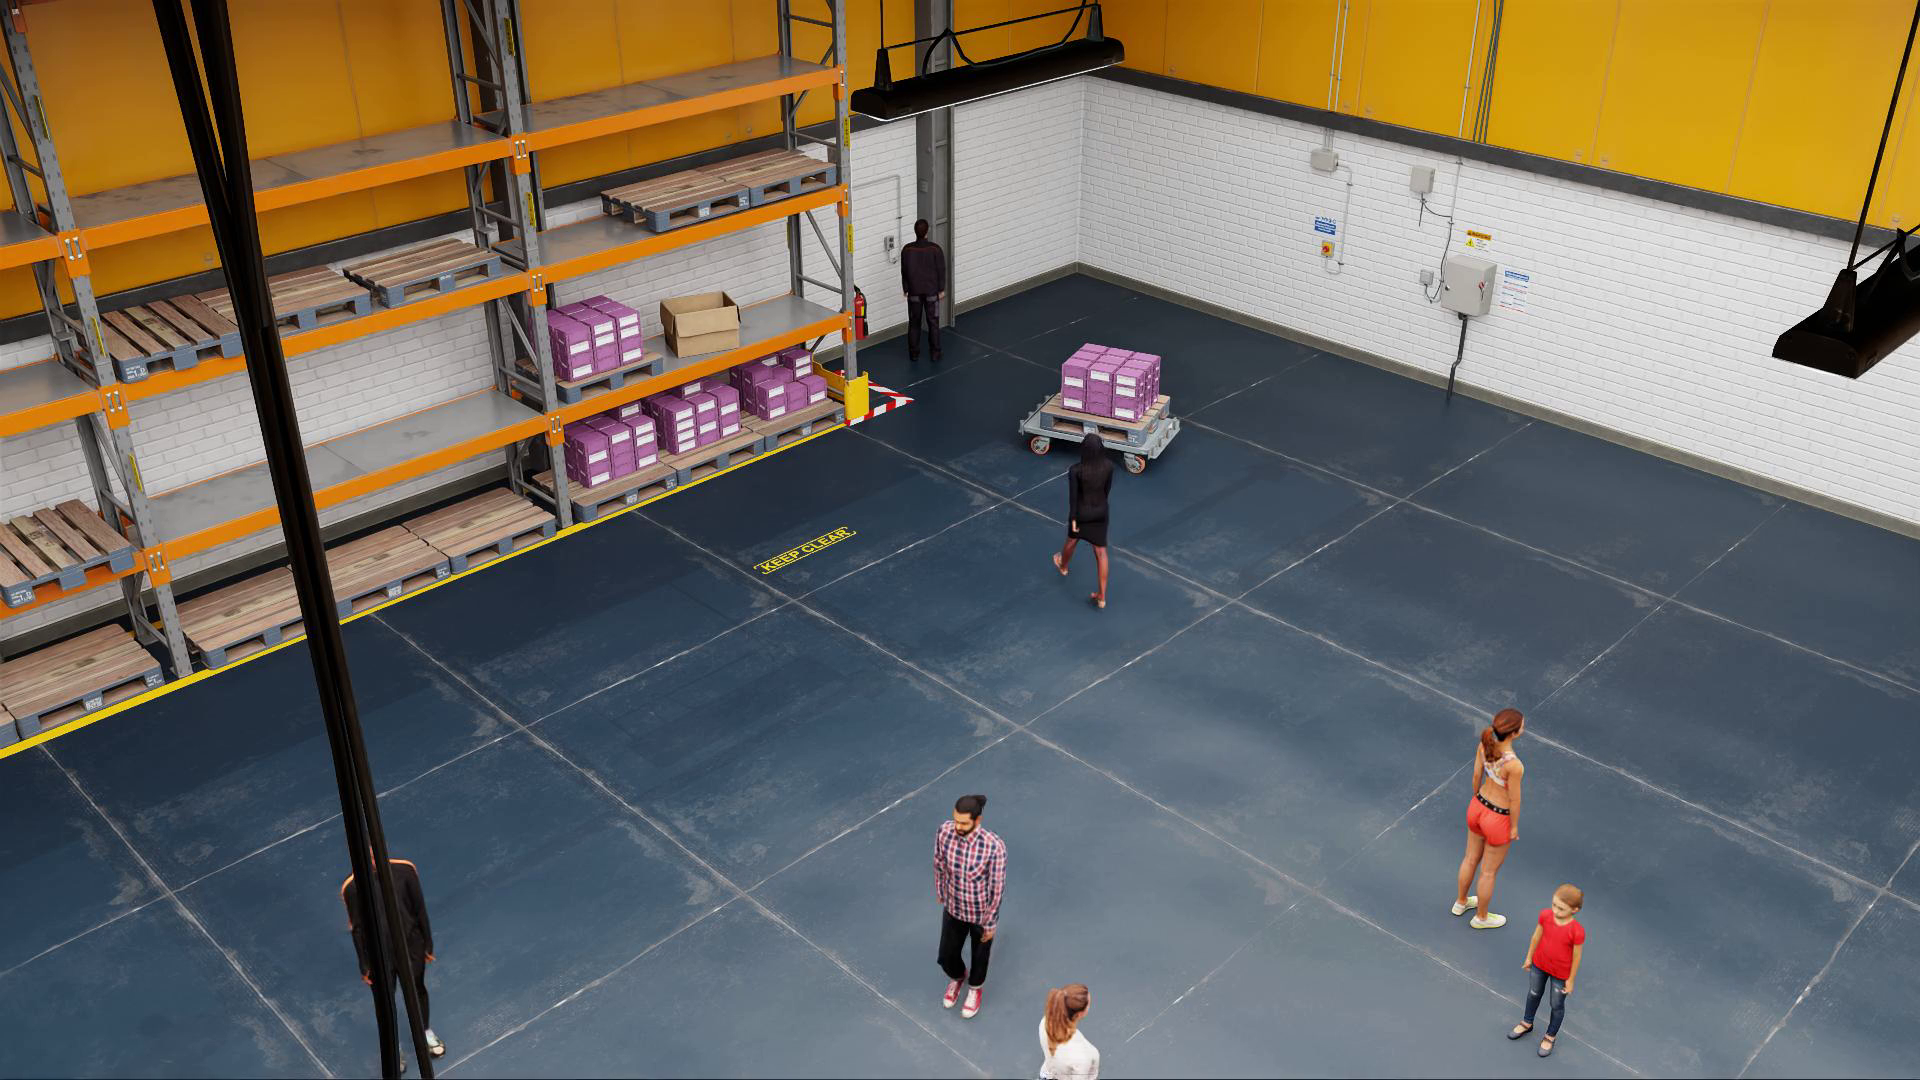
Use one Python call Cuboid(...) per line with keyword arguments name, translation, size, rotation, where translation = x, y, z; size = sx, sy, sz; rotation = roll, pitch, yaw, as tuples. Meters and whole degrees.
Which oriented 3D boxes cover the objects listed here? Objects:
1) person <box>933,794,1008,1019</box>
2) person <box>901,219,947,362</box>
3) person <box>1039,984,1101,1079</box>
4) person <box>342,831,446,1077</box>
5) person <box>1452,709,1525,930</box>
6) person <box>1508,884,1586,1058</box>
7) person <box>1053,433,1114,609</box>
Cuboid(name="person", translation=(0.099, 2.356, 10.951), size=(0.792, 1.746, 0.795), rotation=(10, 30, 18))
Cuboid(name="person", translation=(-0.465, -3.141, 20.933), size=(0.788, 1.838, 0.822), rotation=(2, 29, 4))
Cuboid(name="person", translation=(0.518, 3.234, 9.408), size=(1.112, 1.683, 0.804), rotation=(-16, 32, -27))
Cuboid(name="person", translation=(-3.597, 2.561, 10.509), size=(0.578, 1.810, 0.734), rotation=(-16, 32, -27))
Cuboid(name="person", translation=(3.720, 1.946, 11.655), size=(0.660, 1.791, 0.641), rotation=(-13, 31, -23))
Cuboid(name="person", translation=(3.821, 2.741, 10.702), size=(0.479, 1.309, 0.493), rotation=(-23, 36, -36))
Cuboid(name="person", translation=(1.267, -0.168, 15.657), size=(1.185, 1.670, 1.049), rotation=(-8, 30, -15))
